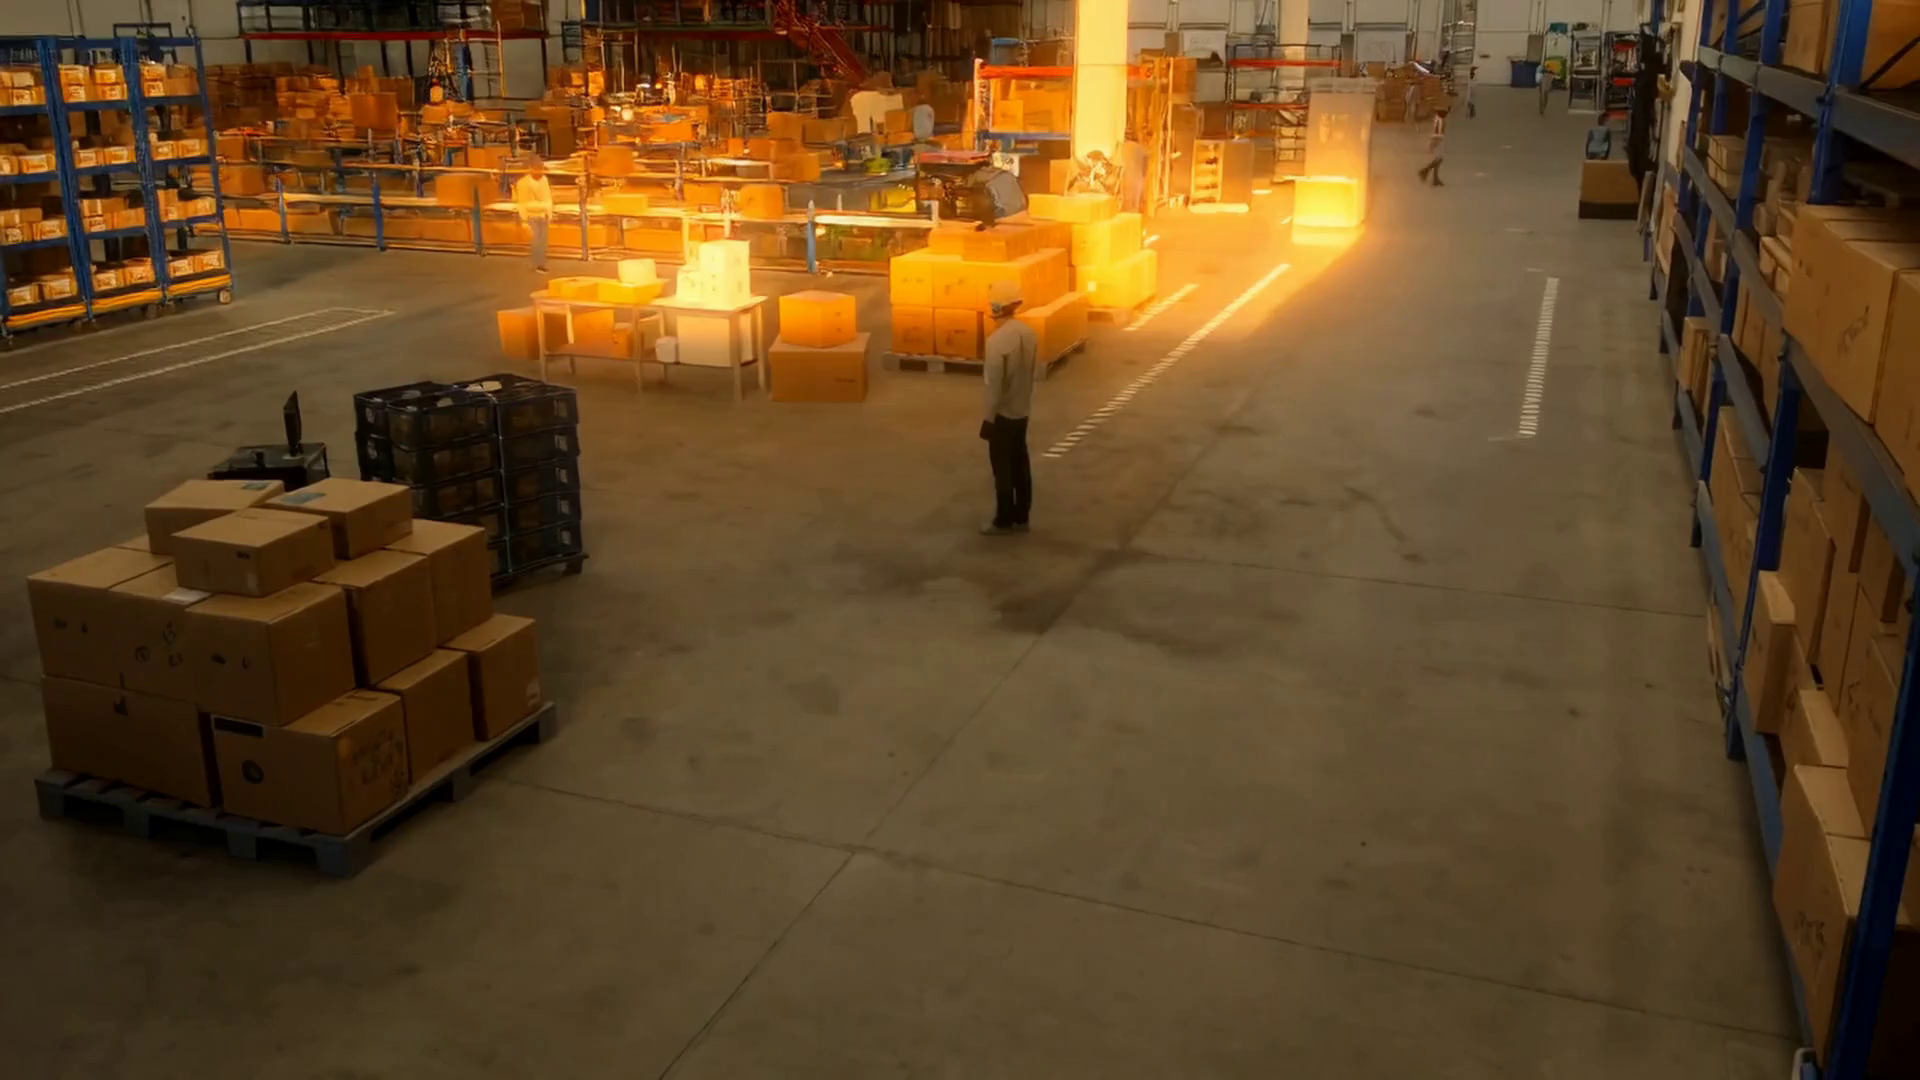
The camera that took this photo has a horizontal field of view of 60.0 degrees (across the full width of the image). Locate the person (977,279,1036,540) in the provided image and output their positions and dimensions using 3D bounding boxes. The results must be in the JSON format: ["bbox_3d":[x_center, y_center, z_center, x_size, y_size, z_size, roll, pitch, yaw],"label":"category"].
[{"bbox_3d":[0.344,-1.000,12.734,0.391,1.992,0.623,11,21,31],"label":"person"}]

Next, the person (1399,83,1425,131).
[{"bbox_3d":[15.278,-14.610,56.137,0.851,1.585,0.538,-2,18,-6],"label":"person"}]

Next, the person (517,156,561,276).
[{"bbox_3d":[-6.430,-4.953,25.457,0.527,1.807,0.621,13,22,34],"label":"person"}]

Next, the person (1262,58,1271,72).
[{"bbox_3d":[13.629,-20.559,74.324,0.551,1.918,0.410,-17,24,-42],"label":"person"}]

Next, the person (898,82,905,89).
[{"bbox_3d":[-1.946,-14.858,56.892,0.642,1.613,0.508,-9,20,-26],"label":"person"}]

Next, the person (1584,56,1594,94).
[{"bbox_3d":[30.260,-22.344,80.053,0.429,1.842,0.626,7,19,20],"label":"person"}]

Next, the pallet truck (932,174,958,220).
[{"bbox_3d":[-0.507,-5.292,27.348,0.653,1.274,1.630,6,19,19],"label":"pallet truck"}]

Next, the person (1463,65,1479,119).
[{"bbox_3d":[19.321,-16.902,62.759,0.426,1.955,0.630,9,20,26],"label":"person"}]

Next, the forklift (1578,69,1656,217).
[{"bbox_3d":[13.219,-7.740,32.475,1.873,2.768,1.129,6,19,18],"label":"forklift"}]

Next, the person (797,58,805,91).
[{"bbox_3d":[-6.991,-20.347,73.620,0.373,1.933,0.549,-10,20,-28],"label":"person"}]

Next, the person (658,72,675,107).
[{"bbox_3d":[-10.443,-15.734,59.314,0.595,1.824,0.404,-8,19,-23],"label":"person"}]

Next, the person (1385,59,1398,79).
[{"bbox_3d":[17.843,-18.853,68.755,0.535,2.000,0.673,9,20,27],"label":"person"}]

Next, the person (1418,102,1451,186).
[{"bbox_3d":[11.040,-9.210,38.673,0.669,1.913,0.550,17,24,42],"label":"person"}]

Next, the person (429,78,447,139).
[{"bbox_3d":[-16.421,-13.586,52.466,0.585,1.875,0.934,4,18,13],"label":"person"}]

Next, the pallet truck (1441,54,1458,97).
[{"bbox_3d":[22.765,-21.886,78.355,0.823,1.965,1.885,-4,18,-14],"label":"pallet truck"}]

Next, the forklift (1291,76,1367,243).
[{"bbox_3d":[6.598,-6.755,29.381,1.129,2.768,1.873,6,19,19],"label":"forklift"}]

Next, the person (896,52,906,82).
[{"bbox_3d":[-3.143,-25.055,88.630,0.510,1.796,0.951,2,18,5],"label":"person"}]

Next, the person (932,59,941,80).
[{"bbox_3d":[-1.030,-20.815,75.255,0.999,1.825,0.583,-4,18,-13],"label":"person"}]

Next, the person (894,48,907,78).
[{"bbox_3d":[-3.735,-28.763,100.302,0.944,1.798,0.630,3,18,10],"label":"person"}]

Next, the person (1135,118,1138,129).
[{"bbox_3d":[3.952,-9.505,39.377,0.379,2.045,0.605,-17,24,-42],"label":"person"}]

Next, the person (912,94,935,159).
[{"bbox_3d":[-0.939,-10.483,42.712,0.653,1.884,0.712,7,19,21],"label":"person"}]

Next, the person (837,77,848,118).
[{"bbox_3d":[-4.111,-15.641,59.247,0.930,1.682,0.502,7,19,22],"label":"person"}]

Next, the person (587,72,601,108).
[{"bbox_3d":[-14.023,-17.180,63.658,1.009,1.951,0.630,13,22,35],"label":"person"}]

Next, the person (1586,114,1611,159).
[{"bbox_3d":[14.667,-8.941,38.228,0.540,1.670,0.787,5,18,15],"label":"person"}]

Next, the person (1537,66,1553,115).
[{"bbox_3d":[23.047,-17.701,65.486,0.576,1.826,0.930,6,19,19],"label":"person"}]
